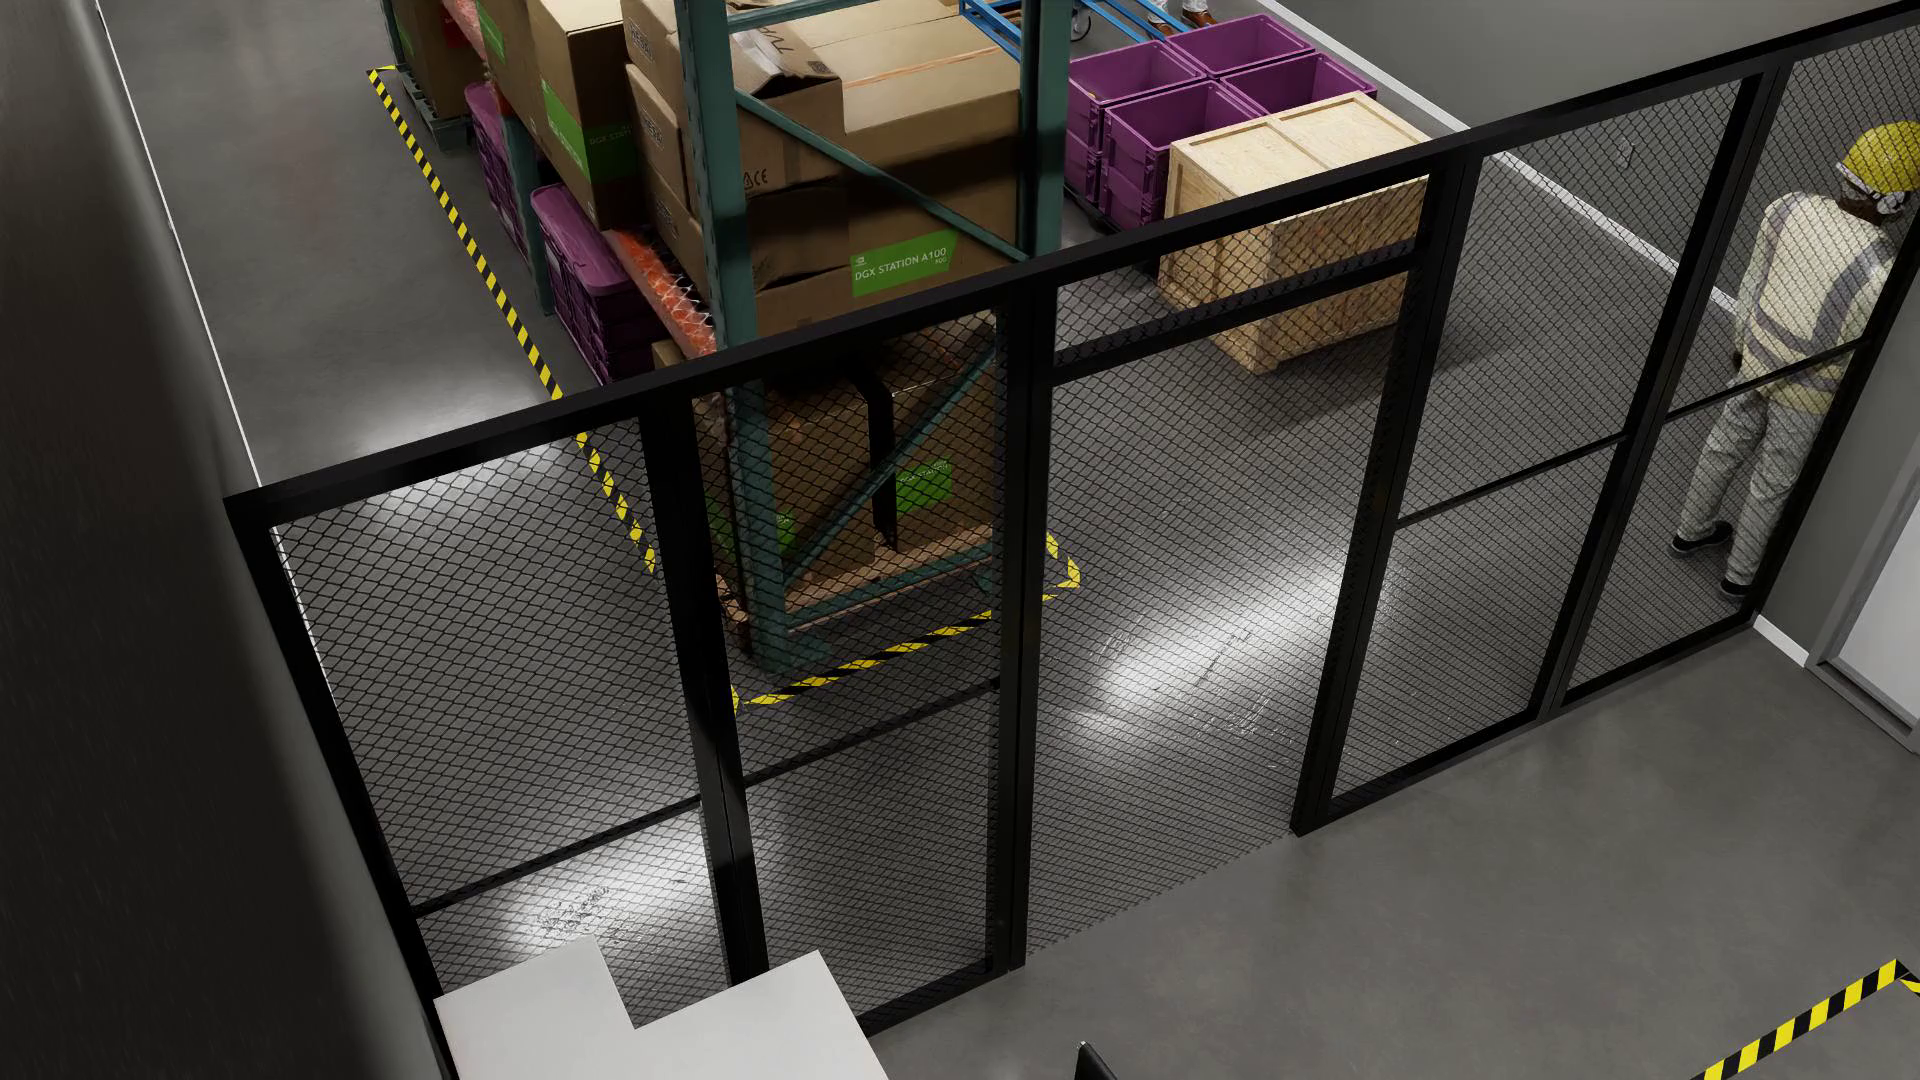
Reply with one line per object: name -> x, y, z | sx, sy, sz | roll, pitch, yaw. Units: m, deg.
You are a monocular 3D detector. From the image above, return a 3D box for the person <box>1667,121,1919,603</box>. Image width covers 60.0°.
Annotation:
person -> 2.861, -0.577, 5.652 | 0.403, 1.835, 0.586 | -14, 44, -15

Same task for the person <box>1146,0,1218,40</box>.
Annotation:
person -> 1.281, -3.629, 8.915 | 0.627, 1.940, 0.371 | -21, 47, -22
